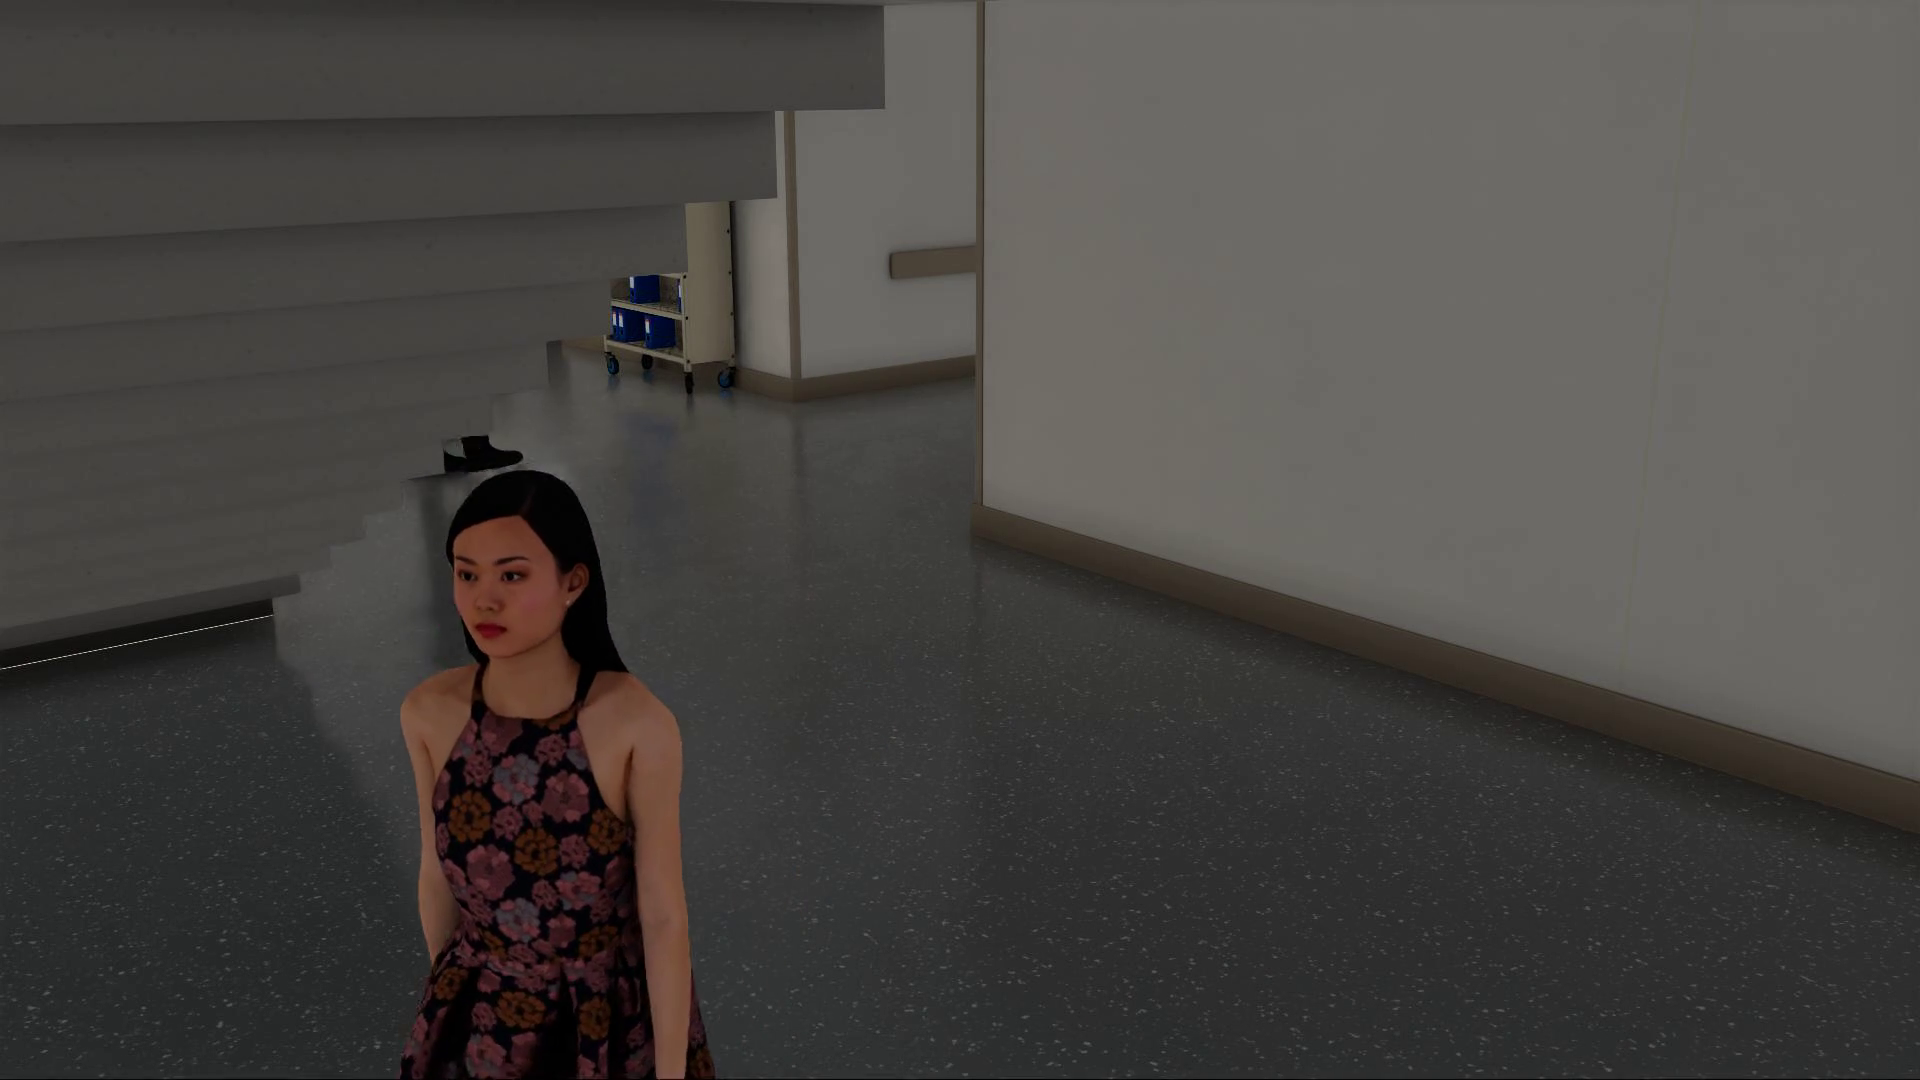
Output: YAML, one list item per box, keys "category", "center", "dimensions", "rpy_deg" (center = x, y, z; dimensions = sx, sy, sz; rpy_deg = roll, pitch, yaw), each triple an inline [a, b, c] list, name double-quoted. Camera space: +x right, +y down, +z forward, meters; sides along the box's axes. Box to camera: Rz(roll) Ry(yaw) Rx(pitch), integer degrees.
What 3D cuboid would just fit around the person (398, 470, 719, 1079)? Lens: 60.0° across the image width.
- category: "person"
  center: [-0.557, 0.757, 2.517]
  dimensions: [1.140, 1.718, 1.201]
  rpy_deg: [2, 16, 6]
